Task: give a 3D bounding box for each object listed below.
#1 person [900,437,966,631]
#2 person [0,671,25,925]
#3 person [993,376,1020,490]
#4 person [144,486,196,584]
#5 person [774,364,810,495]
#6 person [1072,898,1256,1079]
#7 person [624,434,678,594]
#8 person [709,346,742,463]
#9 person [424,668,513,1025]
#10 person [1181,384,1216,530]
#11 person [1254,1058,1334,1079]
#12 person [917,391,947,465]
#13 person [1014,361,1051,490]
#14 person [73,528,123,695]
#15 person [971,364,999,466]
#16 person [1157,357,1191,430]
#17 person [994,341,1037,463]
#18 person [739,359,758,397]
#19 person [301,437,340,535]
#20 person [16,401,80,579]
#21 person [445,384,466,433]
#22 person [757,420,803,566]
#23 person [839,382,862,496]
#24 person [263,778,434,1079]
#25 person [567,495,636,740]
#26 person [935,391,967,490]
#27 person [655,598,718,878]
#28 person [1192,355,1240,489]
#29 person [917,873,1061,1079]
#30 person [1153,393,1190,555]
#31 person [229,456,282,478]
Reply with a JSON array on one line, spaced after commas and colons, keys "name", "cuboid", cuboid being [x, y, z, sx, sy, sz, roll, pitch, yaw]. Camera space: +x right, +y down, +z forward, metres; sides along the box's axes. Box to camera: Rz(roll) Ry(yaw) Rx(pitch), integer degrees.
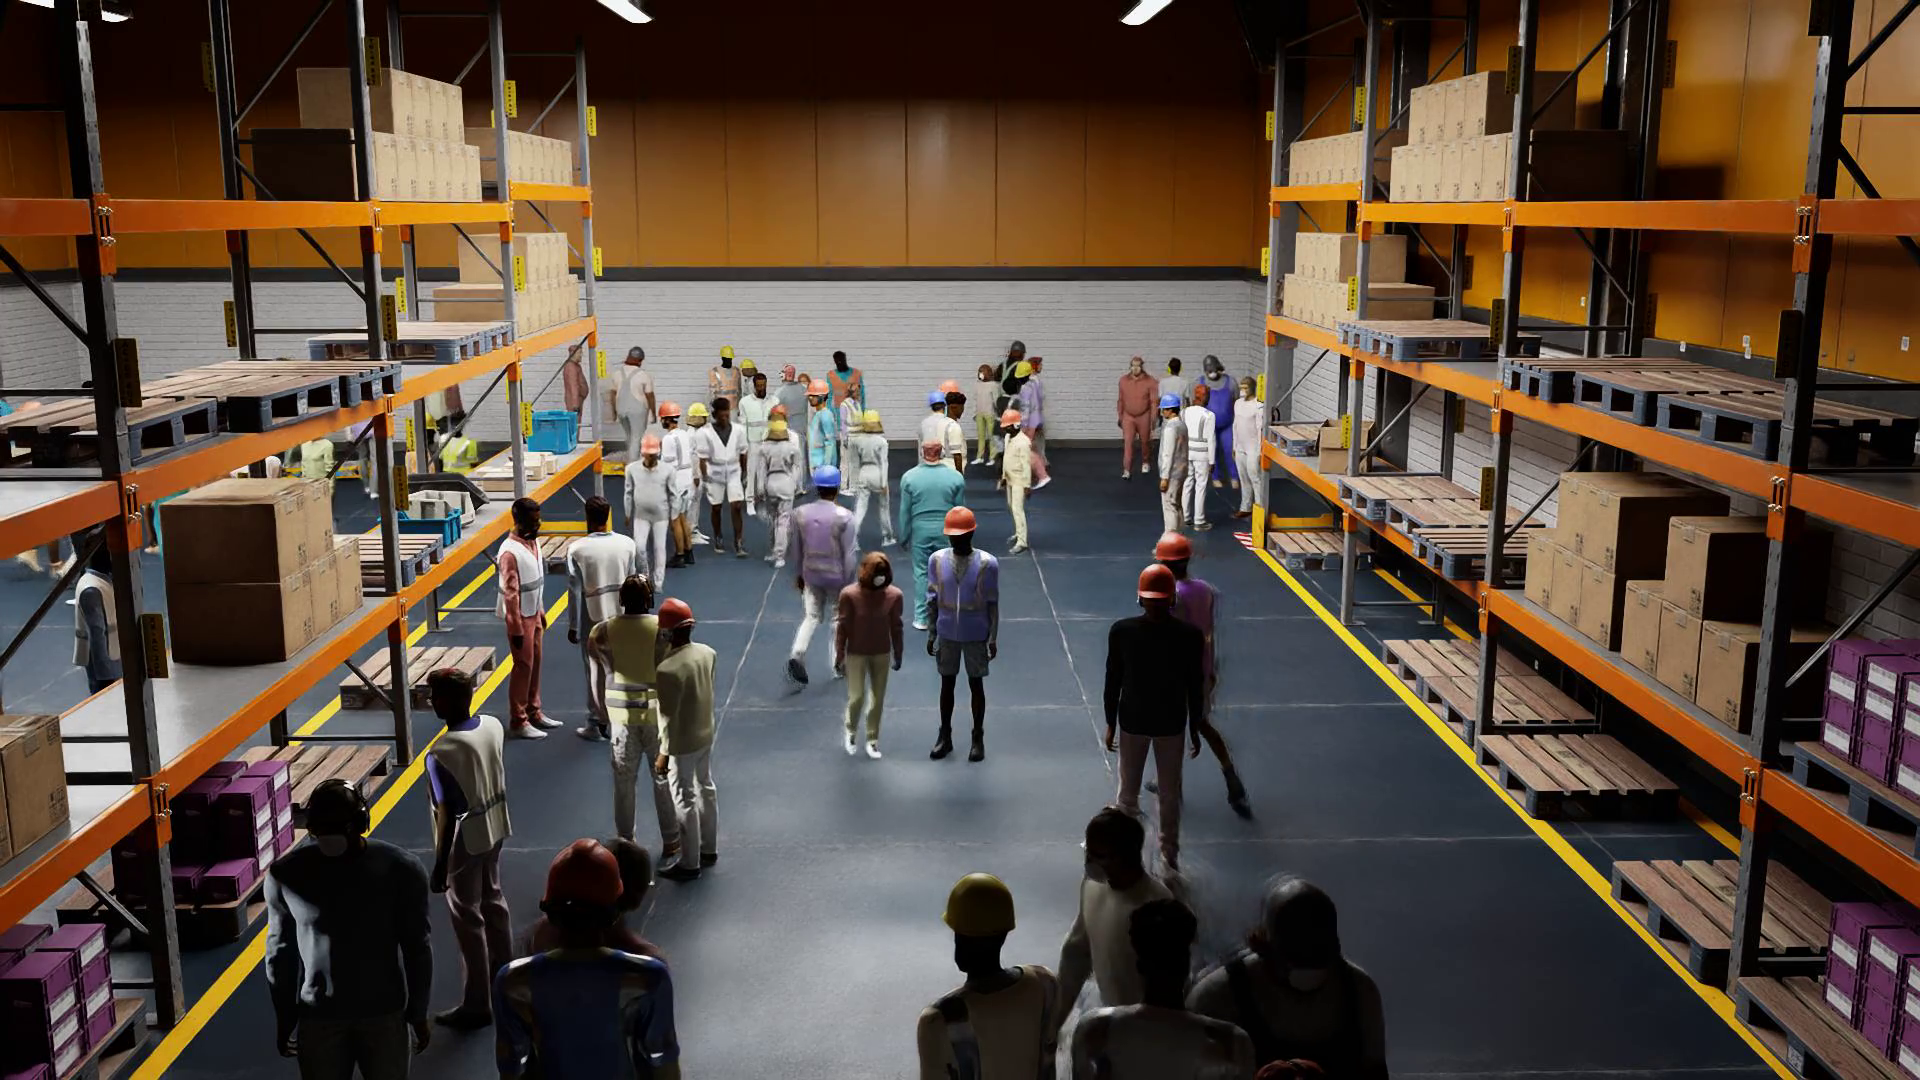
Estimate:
[{"name": "person", "cuboid": [-0.263, -0.059, 16.269, 0.651, 1.905, 0.403, -1, 11, -3]}, {"name": "person", "cuboid": [-5.563, 1.278, 9.226, 0.537, 2.000, 0.679, 7, 13, 32]}, {"name": "person", "cuboid": [0.702, -1.558, 24.358, 0.519, 1.680, 0.407, 9, 14, 38]}, {"name": "person", "cuboid": [-7.918, -0.108, 16.742, 0.516, 1.813, 0.844, -7, 13, -30]}, {"name": "person", "cuboid": [-2.443, -1.555, 23.765, 0.406, 1.911, 0.639, 9, 15, 39]}, {"name": "person", "cuboid": [0.638, 2.104, 5.334, 0.616, 1.937, 0.879, 5, 12, 24]}, {"name": "person", "cuboid": [-3.295, -0.264, 17.719, 0.582, 1.728, 0.514, -1, 11, -4]}, {"name": "person", "cuboid": [-3.765, -2.184, 26.900, 0.592, 1.918, 0.400, -9, 14, -37]}, {"name": "person", "cuboid": [-2.467, 1.541, 8.401, 0.373, 1.840, 0.572, 3, 12, 15]}, {"name": "person", "cuboid": [3.060, -1.061, 21.380, 0.350, 1.878, 0.568, -9, 14, -38]}, {"name": "person", "cuboid": [0.864, 2.298, 4.503, 0.573, 1.884, 0.359, 9, 14, 37]}, {"name": "person", "cuboid": [-0.248, -0.863, 20.336, 0.630, 1.886, 0.915, 7, 13, 32]}, {"name": "person", "cuboid": [1.103, -1.716, 24.646, 0.622, 1.888, 0.793, 4, 12, 21]}, {"name": "person", "cuboid": [-5.987, 0.860, 11.634, 0.370, 1.915, 0.597, -4, 12, -21]}, {"name": "person", "cuboid": [0.412, -2.012, 26.742, 0.501, 1.633, 0.285, 9, 14, 38]}, {"name": "person", "cuboid": [3.305, -1.873, 25.510, 0.545, 1.855, 0.409, 2, 12, 12]}, {"name": "person", "cuboid": [0.940, -2.249, 26.911, 0.971, 2.000, 0.713, -9, 14, -38]}, {"name": "person", "cuboid": [-3.353, -2.023, 26.540, 0.321, 1.738, 0.484, -1, 11, -5]}, {"name": "person", "cuboid": [-7.496, -0.616, 19.435, 0.525, 1.760, 0.334, 6, 13, 29]}, {"name": "person", "cuboid": [-10.141, -0.537, 18.381, 0.604, 2.019, 0.645, -3, 12, -16]}, {"name": "person", "cuboid": [-8.137, -2.066, 26.715, 0.354, 1.755, 0.621, 0, 11, 2]}, {"name": "person", "cuboid": [-2.085, -0.587, 19.433, 0.495, 1.695, 0.921, 1, 11, 6]}, {"name": "person", "cuboid": [-1.568, -1.460, 23.989, 0.314, 1.633, 0.519, 6, 13, 28]}, {"name": "person", "cuboid": [-2.389, 1.863, 6.550, 0.630, 1.940, 0.371, -2, 11, -9]}, {"name": "person", "cuboid": [-2.771, 0.606, 12.935, 0.591, 1.910, 0.395, -11, 15, -43]}, {"name": "person", "cuboid": [-0.089, -0.802, 19.858, 0.376, 1.959, 0.603, -5, 12, -23]}, {"name": "person", "cuboid": [-1.712, 1.216, 10.265, 0.339, 1.748, 0.564, 5, 12, 22]}, {"name": "person", "cuboid": [3.786, -1.750, 24.409, 0.749, 2.000, 0.692, 1, 11, 4]}, {"name": "person", "cuboid": [0.073, 2.051, 5.632, 0.594, 1.925, 0.368, -10, 15, -40]}, {"name": "person", "cuboid": [2.531, -0.786, 19.844, 0.419, 1.933, 0.622, 5, 12, 23]}, {"name": "person", "cuboid": [-7.305, -0.232, 17.319, 0.561, 1.836, 0.395, -11, 16, -43]}]
